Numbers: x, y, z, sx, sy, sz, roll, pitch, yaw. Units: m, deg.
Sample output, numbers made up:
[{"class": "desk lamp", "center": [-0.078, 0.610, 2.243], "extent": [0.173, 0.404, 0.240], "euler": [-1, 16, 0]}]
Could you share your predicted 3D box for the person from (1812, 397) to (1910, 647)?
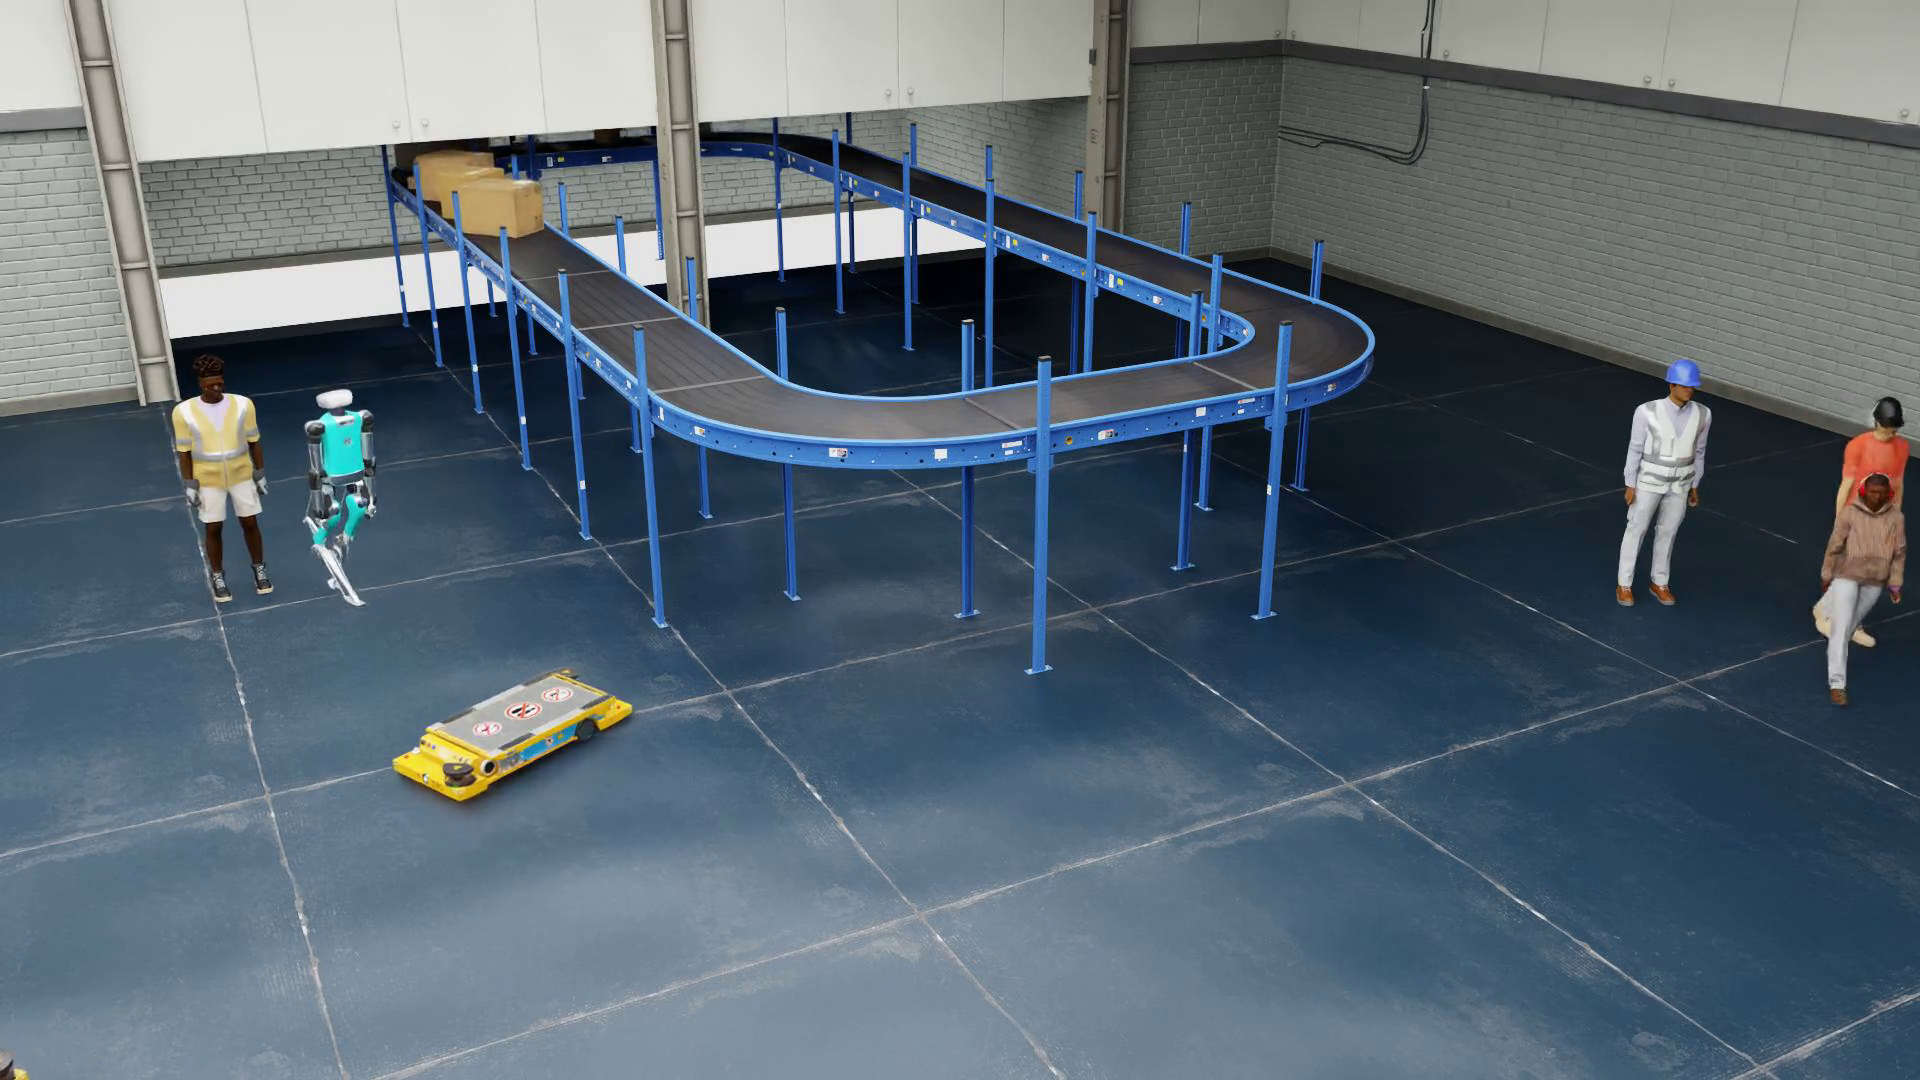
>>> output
[{"class": "person", "center": [6.576, -0.123, 12.029], "extent": [0.472, 1.891, 0.430], "euler": [-6, 23, -15]}]

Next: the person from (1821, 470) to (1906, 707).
[{"class": "person", "center": [6.169, 0.278, 11.397], "extent": [0.454, 1.601, 0.856], "euler": [4, 22, 10]}]

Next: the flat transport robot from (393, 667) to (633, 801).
[{"class": "flat transport robot", "center": [-2.886, 1.238, 10.814], "extent": [0.659, 0.231, 1.431], "euler": [15, 27, 33]}]

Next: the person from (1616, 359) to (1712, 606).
[{"class": "person", "center": [5.370, -0.436, 12.713], "extent": [0.604, 1.951, 0.381], "euler": [-1, 22, -2]}]

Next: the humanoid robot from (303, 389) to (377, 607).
[{"class": "humanoid robot", "center": [-4.832, -0.295, 12.768], "extent": [0.817, 1.870, 0.552], "euler": [18, 28, 37]}]

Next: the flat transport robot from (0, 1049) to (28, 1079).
[{"class": "flat transport robot", "center": [-5.124, 2.535, 7.610], "extent": [1.431, 0.231, 0.659], "euler": [5, 23, 12]}]

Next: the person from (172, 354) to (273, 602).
[{"class": "person", "center": [-5.671, -0.488, 12.836], "extent": [0.605, 1.958, 0.369], "euler": [-13, 25, -28]}]
